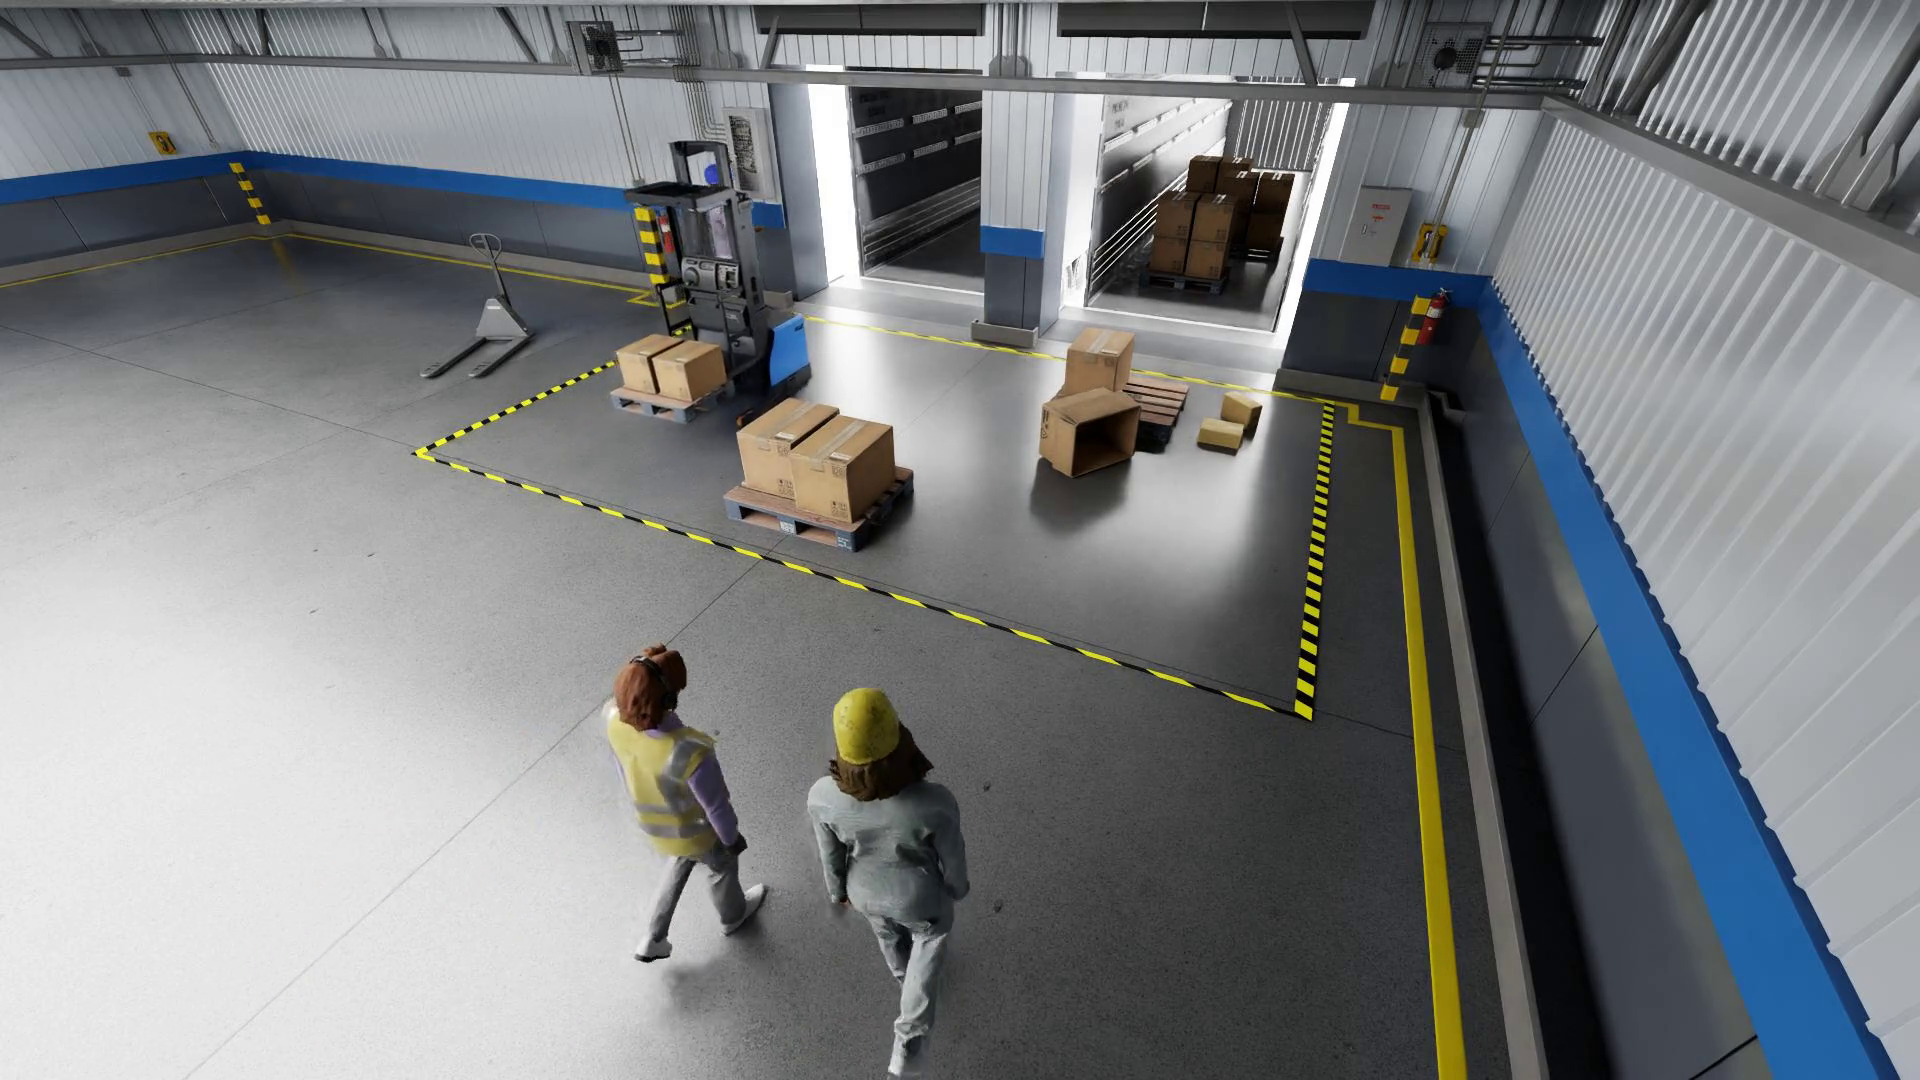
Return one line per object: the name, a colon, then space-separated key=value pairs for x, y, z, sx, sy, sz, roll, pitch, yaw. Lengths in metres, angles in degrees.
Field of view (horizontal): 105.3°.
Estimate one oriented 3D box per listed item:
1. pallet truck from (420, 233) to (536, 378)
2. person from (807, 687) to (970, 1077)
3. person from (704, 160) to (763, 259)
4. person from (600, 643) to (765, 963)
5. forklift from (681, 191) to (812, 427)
pallet truck: x=-5.664 y=-2.712 z=8.427 sx=0.680 sy=1.201 sz=1.601 roll=0 pitch=35 yaw=-1
person: x=-0.234 y=1.215 z=2.495 sx=0.503 sy=1.713 sz=0.629 roll=7 pitch=36 yaw=9
person: x=-2.917 y=-3.786 z=9.361 sx=0.684 sy=1.908 sz=1.064 roll=-20 pitch=40 yaw=-25
person: x=-1.085 y=1.091 z=2.755 sx=0.530 sy=1.617 sz=0.562 roll=16 pitch=39 yaw=22
forklift: x=-2.126 y=-2.437 z=7.351 sx=0.716 sy=2.013 sz=0.776 roll=14 pitch=38 yaw=19
